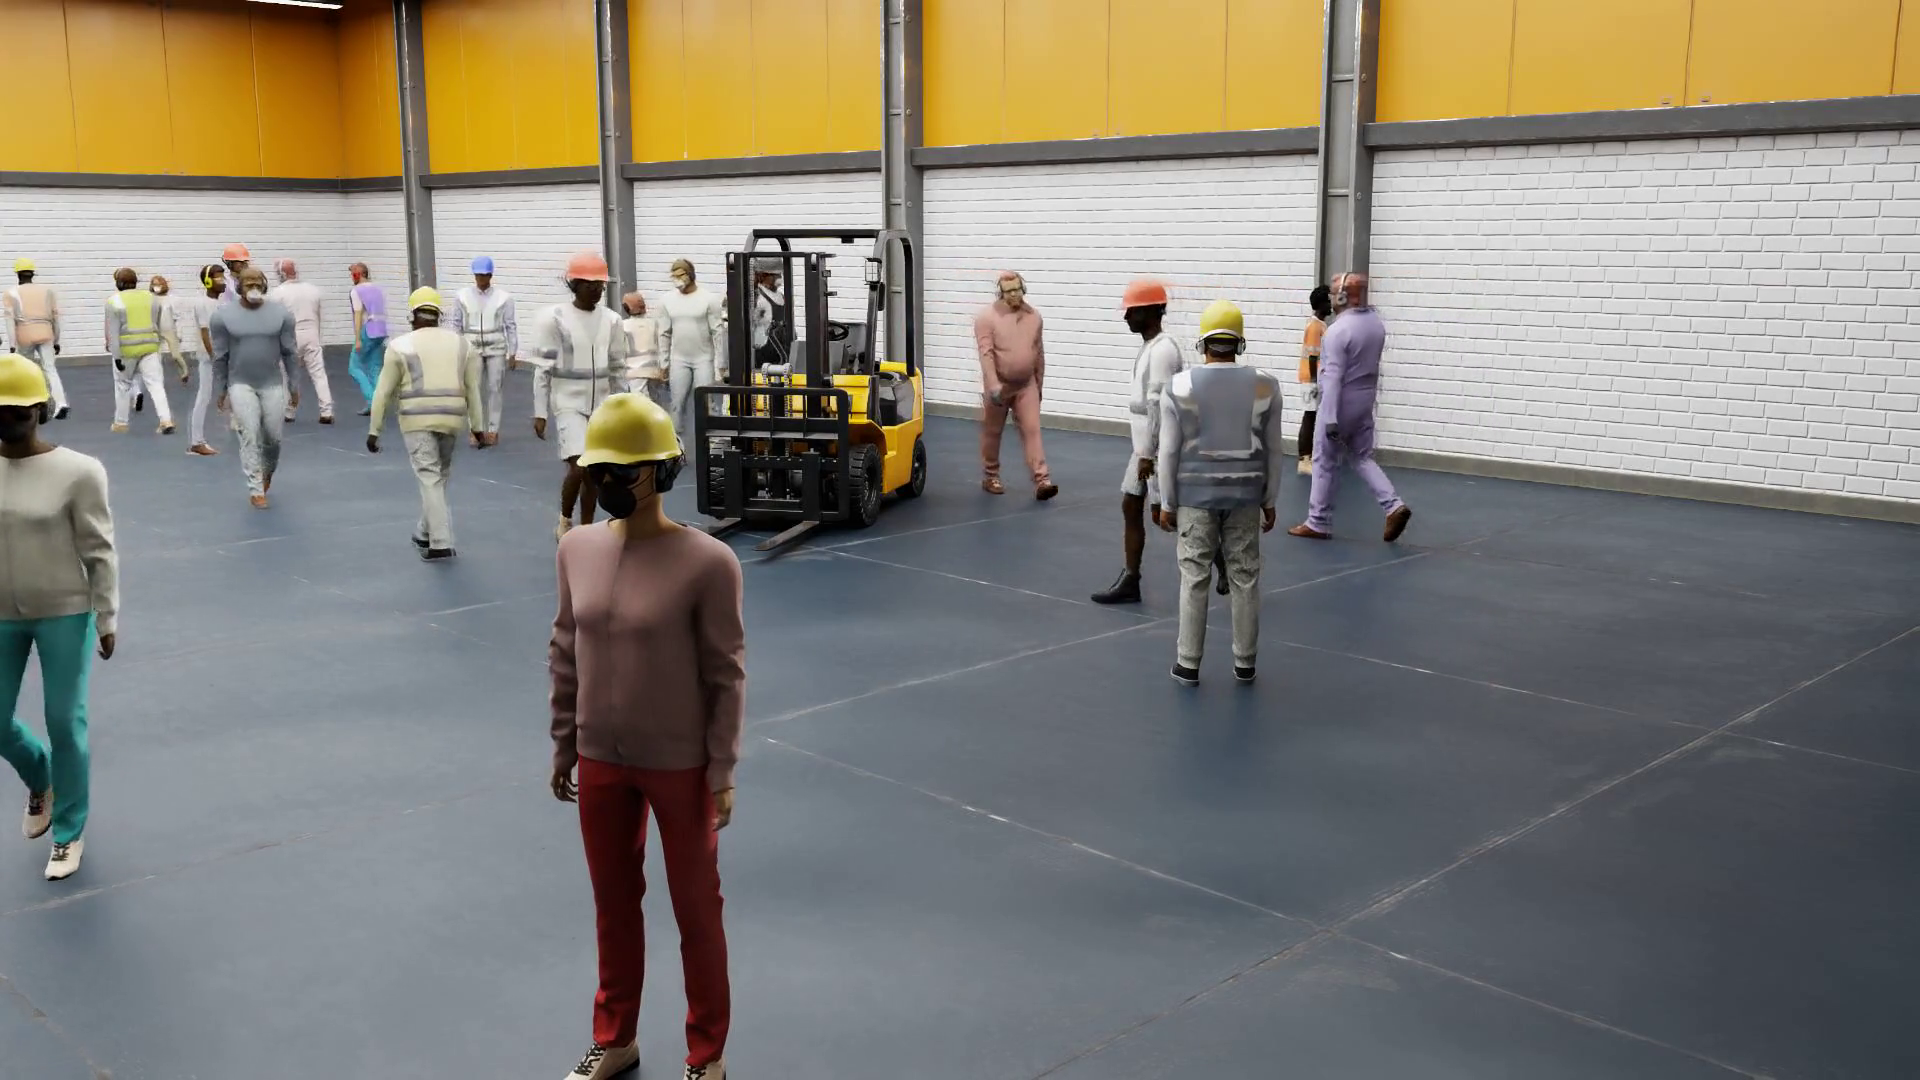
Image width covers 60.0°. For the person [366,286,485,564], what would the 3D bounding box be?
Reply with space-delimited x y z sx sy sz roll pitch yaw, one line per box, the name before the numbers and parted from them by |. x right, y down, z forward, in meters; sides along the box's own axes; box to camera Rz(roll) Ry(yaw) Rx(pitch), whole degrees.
person | -3.556 -0.761 10.960 0.718 1.782 0.838 -9 14 -42

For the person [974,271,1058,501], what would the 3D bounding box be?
person | 0.443 -1.237 13.433 0.651 1.838 1.051 -4 11 -23

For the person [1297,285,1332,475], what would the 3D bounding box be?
person | 3.188 -1.423 14.859 0.318 1.691 0.532 4 11 20

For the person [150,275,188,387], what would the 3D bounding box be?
person | -11.010 -2.881 23.084 0.505 1.599 0.813 -1 10 -4

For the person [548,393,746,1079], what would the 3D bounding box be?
person | -0.763 0.528 4.012 0.524 1.770 0.315 4 11 20

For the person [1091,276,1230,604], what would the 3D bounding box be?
person | 1.202 -0.560 9.570 0.806 1.911 0.544 -2 11 -9

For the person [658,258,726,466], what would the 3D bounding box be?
person | -2.462 -1.632 15.365 0.671 1.924 0.407 3 11 16

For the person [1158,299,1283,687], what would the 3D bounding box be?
person | 1.220 -0.211 7.861 0.590 1.833 0.404 0 10 -2

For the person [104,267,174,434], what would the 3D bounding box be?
person | -8.851 -2.029 17.895 0.958 1.801 0.624 9 14 40

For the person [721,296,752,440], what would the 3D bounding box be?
person | -1.970 -1.440 15.169 0.709 1.612 0.514 -6 12 -29

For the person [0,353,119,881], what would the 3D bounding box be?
person | -3.088 0.248 5.558 0.551 1.751 0.427 -2 11 -11

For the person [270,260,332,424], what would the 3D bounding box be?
person | -7.498 -2.232 18.845 0.968 1.849 0.657 8 13 39

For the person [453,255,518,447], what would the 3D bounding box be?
person | -4.782 -1.888 16.737 0.646 1.924 0.699 -2 11 -9

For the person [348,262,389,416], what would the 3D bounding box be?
person | -6.994 -2.360 19.637 0.478 1.811 0.617 3 11 16

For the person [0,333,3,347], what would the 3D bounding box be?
person | -11.879 -2.487 20.171 0.328 1.872 0.513 5 11 24

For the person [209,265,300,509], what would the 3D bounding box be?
person | -5.587 -1.226 13.203 0.642 1.914 0.712 -6 12 -28

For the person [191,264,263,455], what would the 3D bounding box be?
person | -7.123 -1.728 16.092 0.881 1.840 0.499 1 10 6

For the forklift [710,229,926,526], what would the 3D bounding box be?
forklift | -1.050 -1.319 12.920 1.214 2.155 2.313 2 11 13

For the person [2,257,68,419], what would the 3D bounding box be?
person | -10.760 -2.344 19.373 0.601 1.892 0.913 -10 15 -44

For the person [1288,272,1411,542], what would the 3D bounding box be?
person | 2.720 -0.908 11.520 0.647 1.885 0.804 -9 14 -41

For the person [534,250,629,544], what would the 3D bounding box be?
person | -2.456 -0.861 10.851 0.666 2.033 0.494 -10 14 -42

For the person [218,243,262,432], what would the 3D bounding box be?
person | -7.818 -2.199 18.130 0.378 2.044 0.607 2 11 9

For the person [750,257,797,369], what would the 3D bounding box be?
person | -1.925 -1.898 16.492 1.044 2.000 0.785 3 11 14

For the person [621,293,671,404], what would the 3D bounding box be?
person | -3.003 -1.511 15.576 0.511 1.587 0.800 -8 13 -37

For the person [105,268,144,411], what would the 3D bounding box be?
person | -10.062 -2.431 20.207 0.522 1.742 0.762 -9 14 -41
